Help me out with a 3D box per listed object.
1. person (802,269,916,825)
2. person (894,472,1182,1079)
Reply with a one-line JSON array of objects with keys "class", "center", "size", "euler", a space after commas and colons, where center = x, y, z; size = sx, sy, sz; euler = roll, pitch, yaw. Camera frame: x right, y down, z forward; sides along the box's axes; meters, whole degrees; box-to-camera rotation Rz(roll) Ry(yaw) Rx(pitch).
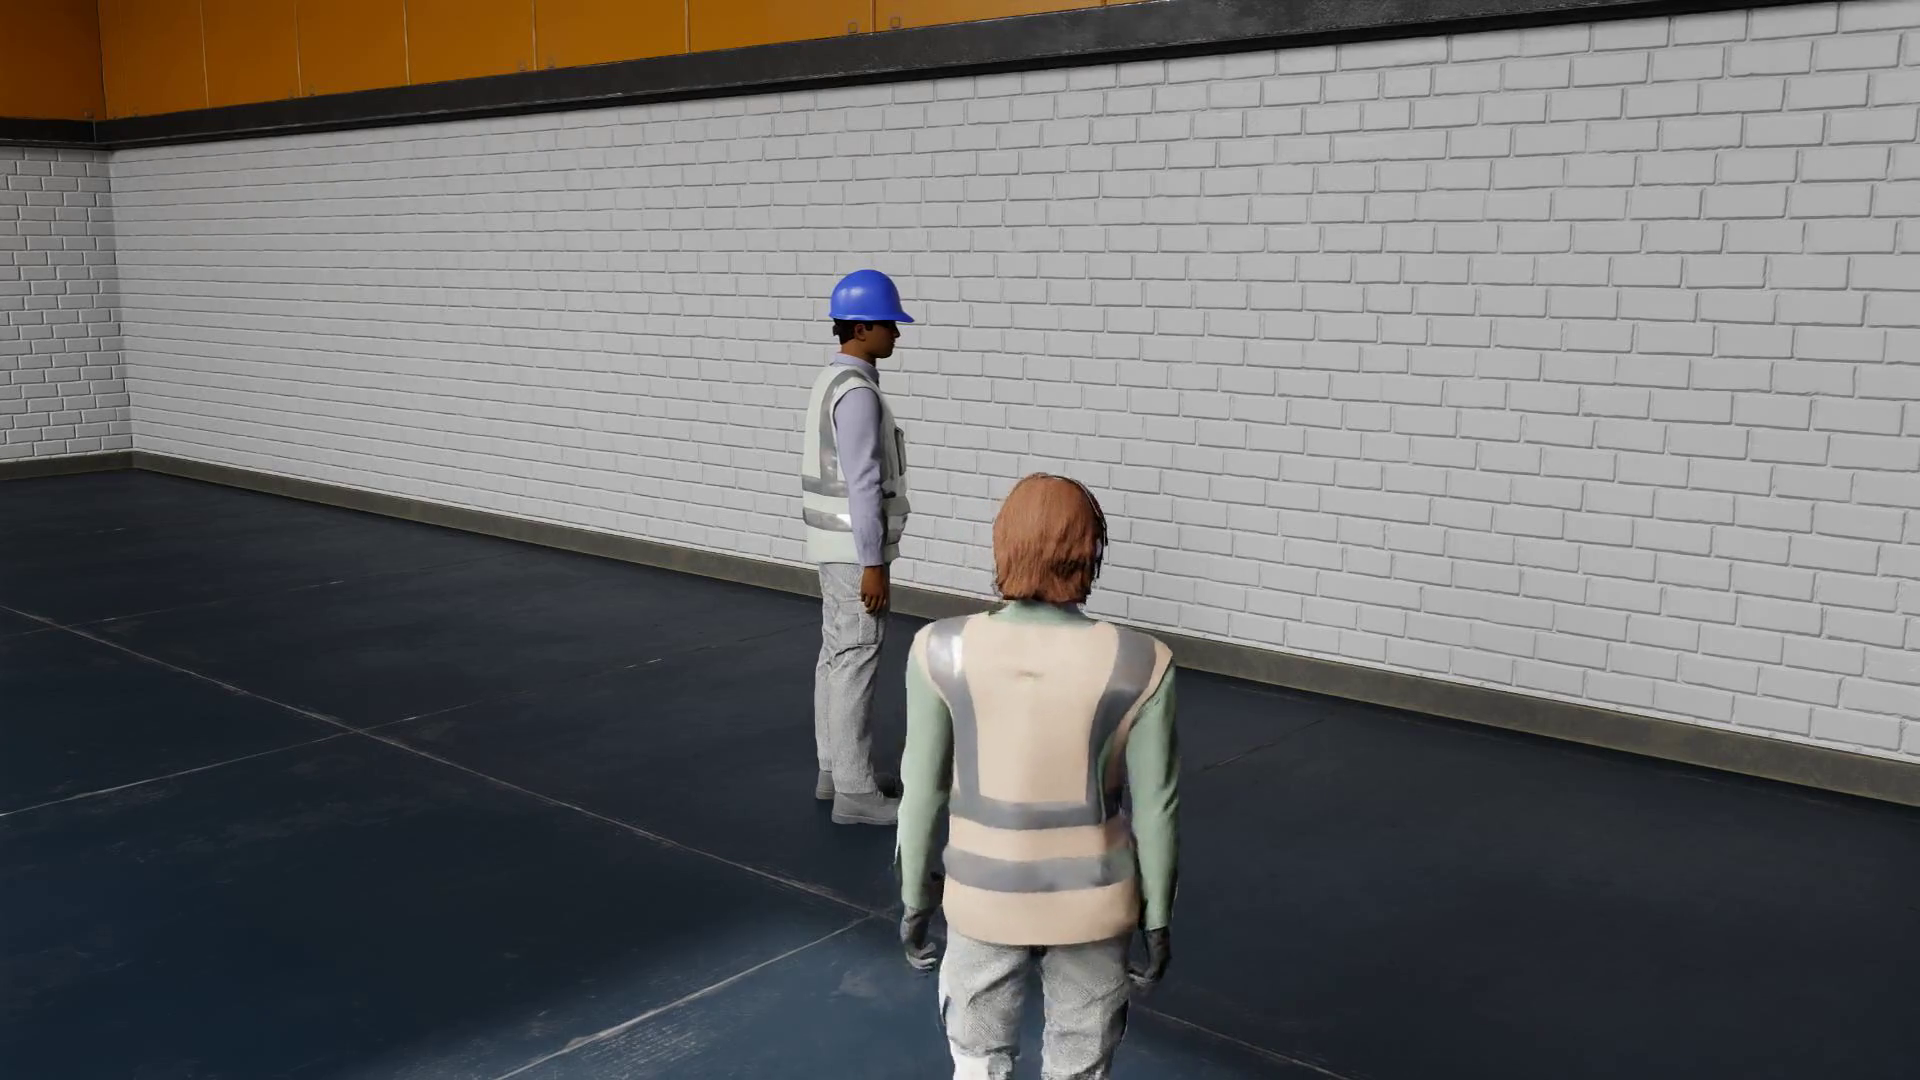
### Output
[{"class": "person", "center": [-0.354, 0.025, 5.903], "size": [0.400, 1.945, 0.615], "euler": [-2, 10, -14]}, {"class": "person", "center": [0.138, 0.693, 3.015], "size": [0.530, 1.619, 0.494], "euler": [2, 10, 9]}]
